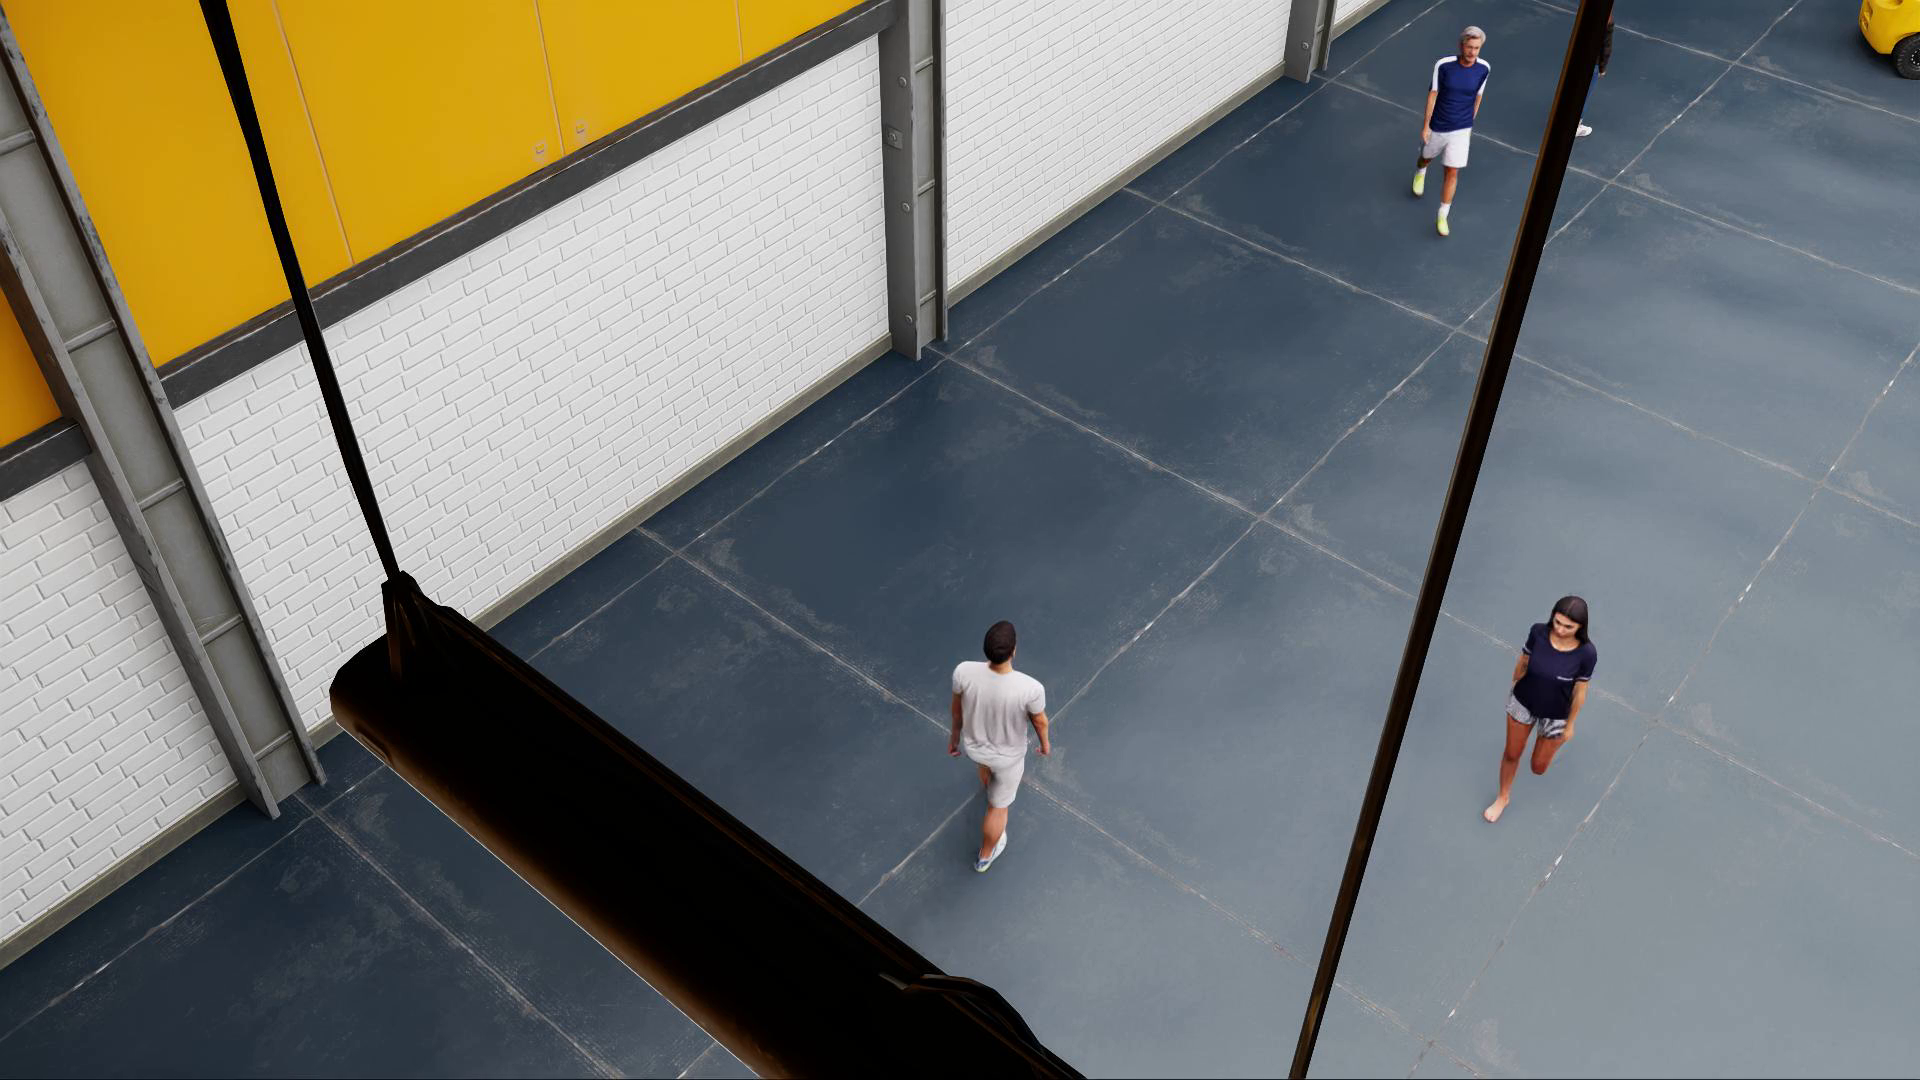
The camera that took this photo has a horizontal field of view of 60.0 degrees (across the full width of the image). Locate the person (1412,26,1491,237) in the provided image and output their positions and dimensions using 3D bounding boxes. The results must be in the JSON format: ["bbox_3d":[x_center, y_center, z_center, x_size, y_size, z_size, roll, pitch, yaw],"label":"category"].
[{"bbox_3d":[4.237,-3.662,14.514,1.062,1.800,1.274,5,44,6],"label":"person"}]

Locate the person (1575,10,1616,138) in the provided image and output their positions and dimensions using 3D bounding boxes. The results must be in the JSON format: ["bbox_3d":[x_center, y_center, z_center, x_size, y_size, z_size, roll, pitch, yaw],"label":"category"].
[{"bbox_3d":[5.895,-4.524,15.648,0.545,1.484,0.597,-31,51,-28],"label":"person"}]

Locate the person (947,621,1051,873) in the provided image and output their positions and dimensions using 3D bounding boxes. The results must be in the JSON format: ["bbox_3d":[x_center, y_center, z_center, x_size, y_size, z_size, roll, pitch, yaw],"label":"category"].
[{"bbox_3d":[0.161,1.219,9.371,0.881,1.829,1.076,16,46,17],"label":"person"}]

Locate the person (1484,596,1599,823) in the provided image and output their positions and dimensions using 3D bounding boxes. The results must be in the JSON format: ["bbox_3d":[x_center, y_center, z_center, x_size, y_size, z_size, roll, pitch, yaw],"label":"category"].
[{"bbox_3d":[3.438,0.942,9.714,0.583,1.755,0.808,30,51,28],"label":"person"}]
